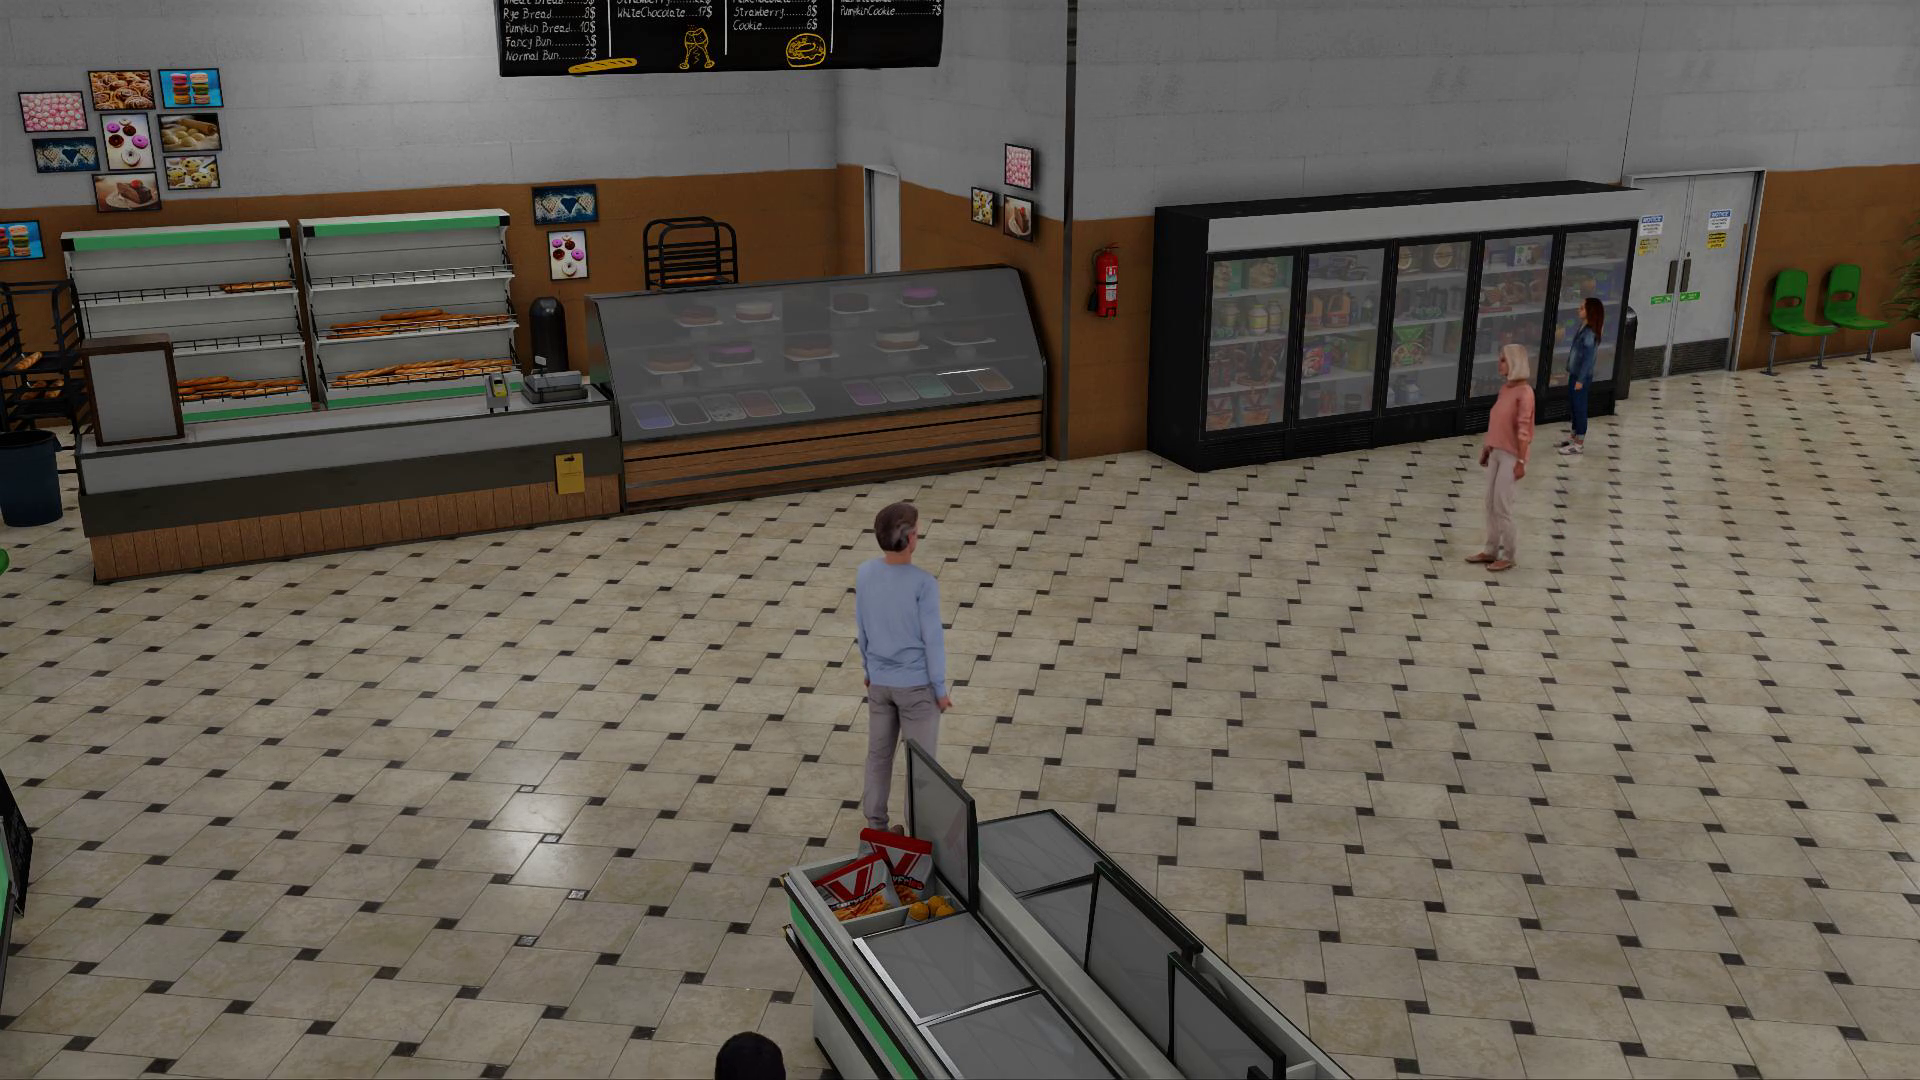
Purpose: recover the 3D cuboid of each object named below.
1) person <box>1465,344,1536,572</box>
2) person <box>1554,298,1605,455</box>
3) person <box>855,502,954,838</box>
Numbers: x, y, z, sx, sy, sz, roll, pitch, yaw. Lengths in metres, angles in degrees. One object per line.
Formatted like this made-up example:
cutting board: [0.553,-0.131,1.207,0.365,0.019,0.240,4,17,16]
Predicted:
person: [4.179,-0.633,12.558,0.760,1.722,0.620,-3,19,-9]
person: [5.857,-1.553,15.670,0.701,1.477,0.608,3,19,9]
person: [-0.293,0.726,8.264,0.694,1.890,0.811,13,22,33]
